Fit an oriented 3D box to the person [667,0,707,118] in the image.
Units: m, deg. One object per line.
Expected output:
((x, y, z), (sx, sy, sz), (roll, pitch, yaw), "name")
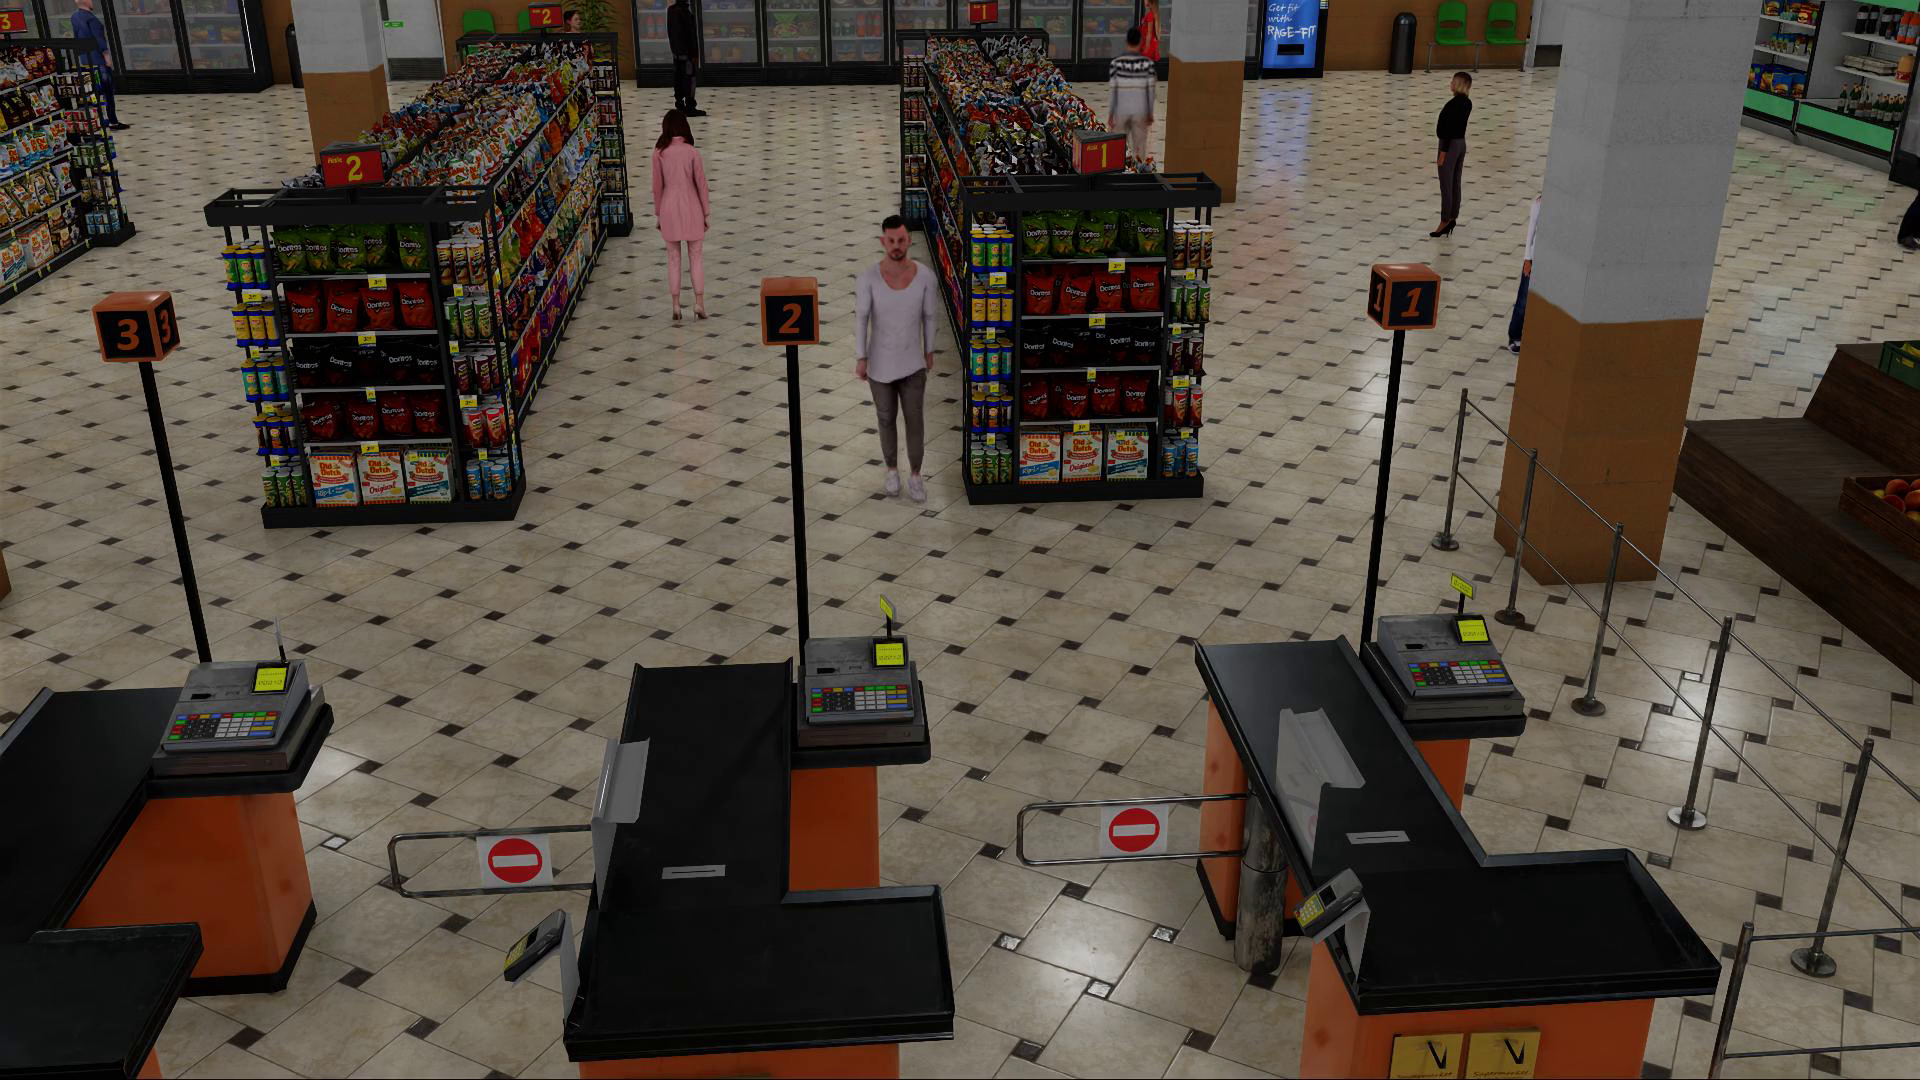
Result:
((-4.006, -7.072, 24.033), (0.771, 1.825, 0.852), (22, 32, 40), "person")

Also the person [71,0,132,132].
((-11.899, -6.585, 22.918), (0.800, 1.826, 0.788), (11, 26, 23), "person")

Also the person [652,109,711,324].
((-2.384, -2.759, 14.204), (0.623, 1.802, 0.514), (-1, 24, -3), "person")

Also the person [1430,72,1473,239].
((5.078, -3.967, 17.128), (0.725, 1.672, 0.663), (18, 30, 36), "person")

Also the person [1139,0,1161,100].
((2.907, -7.528, 25.365), (0.708, 1.592, 0.597), (7, 25, 17), "person")

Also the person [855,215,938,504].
((-0.415, -1.166, 10.536), (0.676, 1.824, 0.681), (-1, 24, -2), "person")

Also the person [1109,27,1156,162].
((1.963, -4.851, 18.950), (0.858, 1.830, 1.181), (3, 24, 8), "person")
